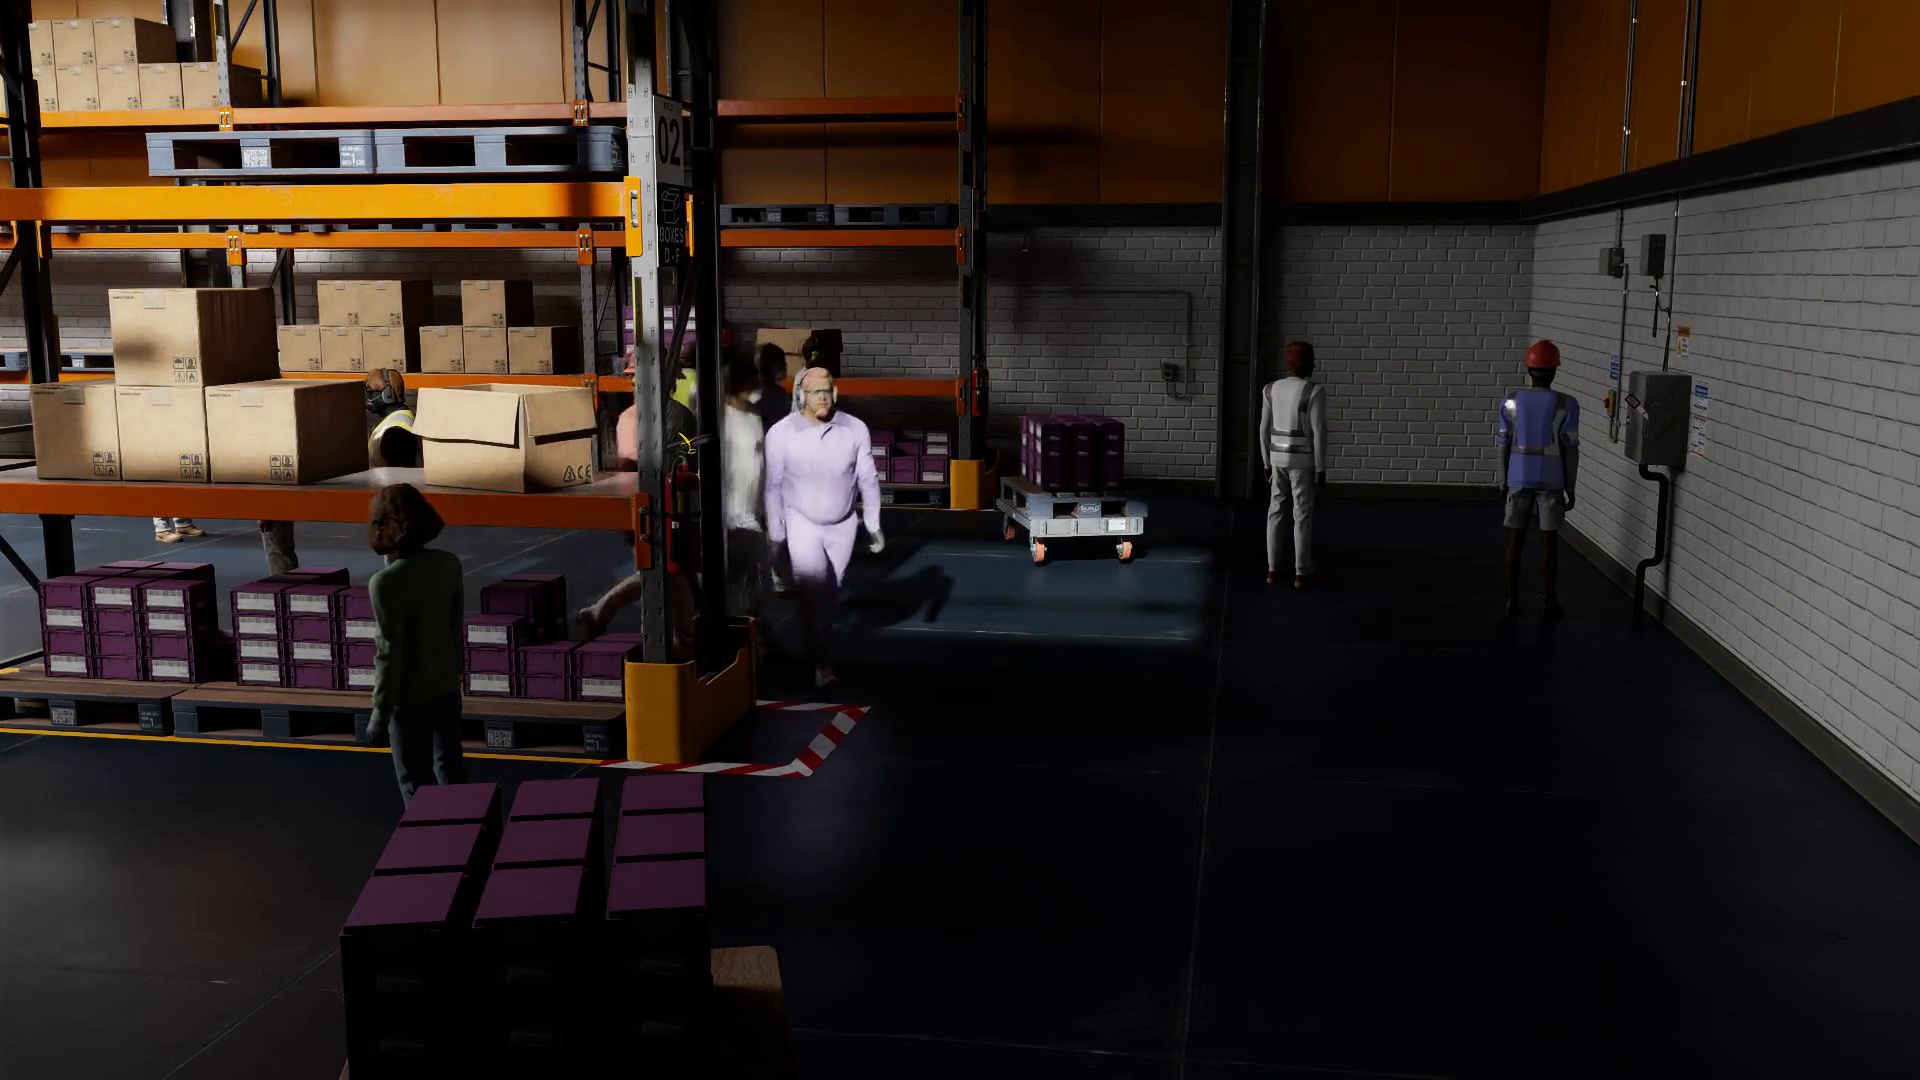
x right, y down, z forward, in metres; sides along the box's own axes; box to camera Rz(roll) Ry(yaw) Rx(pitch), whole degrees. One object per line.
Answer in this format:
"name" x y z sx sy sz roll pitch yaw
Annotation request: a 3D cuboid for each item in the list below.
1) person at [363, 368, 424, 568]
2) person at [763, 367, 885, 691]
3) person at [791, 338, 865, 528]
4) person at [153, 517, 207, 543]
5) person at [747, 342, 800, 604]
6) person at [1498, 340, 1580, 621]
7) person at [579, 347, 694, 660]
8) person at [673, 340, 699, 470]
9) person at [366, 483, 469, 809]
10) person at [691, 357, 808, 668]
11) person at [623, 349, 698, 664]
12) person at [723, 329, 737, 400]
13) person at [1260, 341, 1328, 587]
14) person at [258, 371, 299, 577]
"person" -3.469 -0.137 10.198 0.430 1.836 0.618 -3 10 -20
"person" -0.793 -0.082 9.758 0.655 1.855 1.003 -3 10 -20
"person" -1.298 -0.923 15.106 0.996 1.808 0.484 0 9 -2
"person" -7.071 -0.909 14.942 0.430 1.845 0.619 2 9 14
"person" -1.489 -0.489 12.135 0.839 1.912 0.627 3 10 16
"person" 4.001 -0.409 11.527 0.545 1.942 0.353 6 11 31
"person" -1.930 -0.190 10.103 0.668 1.971 0.612 4 10 21
"person" -2.213 -0.761 14.026 0.630 1.843 0.429 8 12 40
"person" -2.029 0.598 6.232 0.279 1.633 0.497 3 10 18
"person" -1.418 -0.171 10.187 0.946 1.909 0.642 2 9 12
"person" -1.818 -0.185 9.977 0.611 1.995 0.380 7 12 39
"person" -1.982 -0.825 14.142 0.382 1.930 0.547 7 11 36
"person" 2.570 -0.582 12.787 0.361 1.882 0.575 -8 12 -42
"person" -4.536 -0.261 10.946 0.404 1.833 0.592 -3 10 -17
